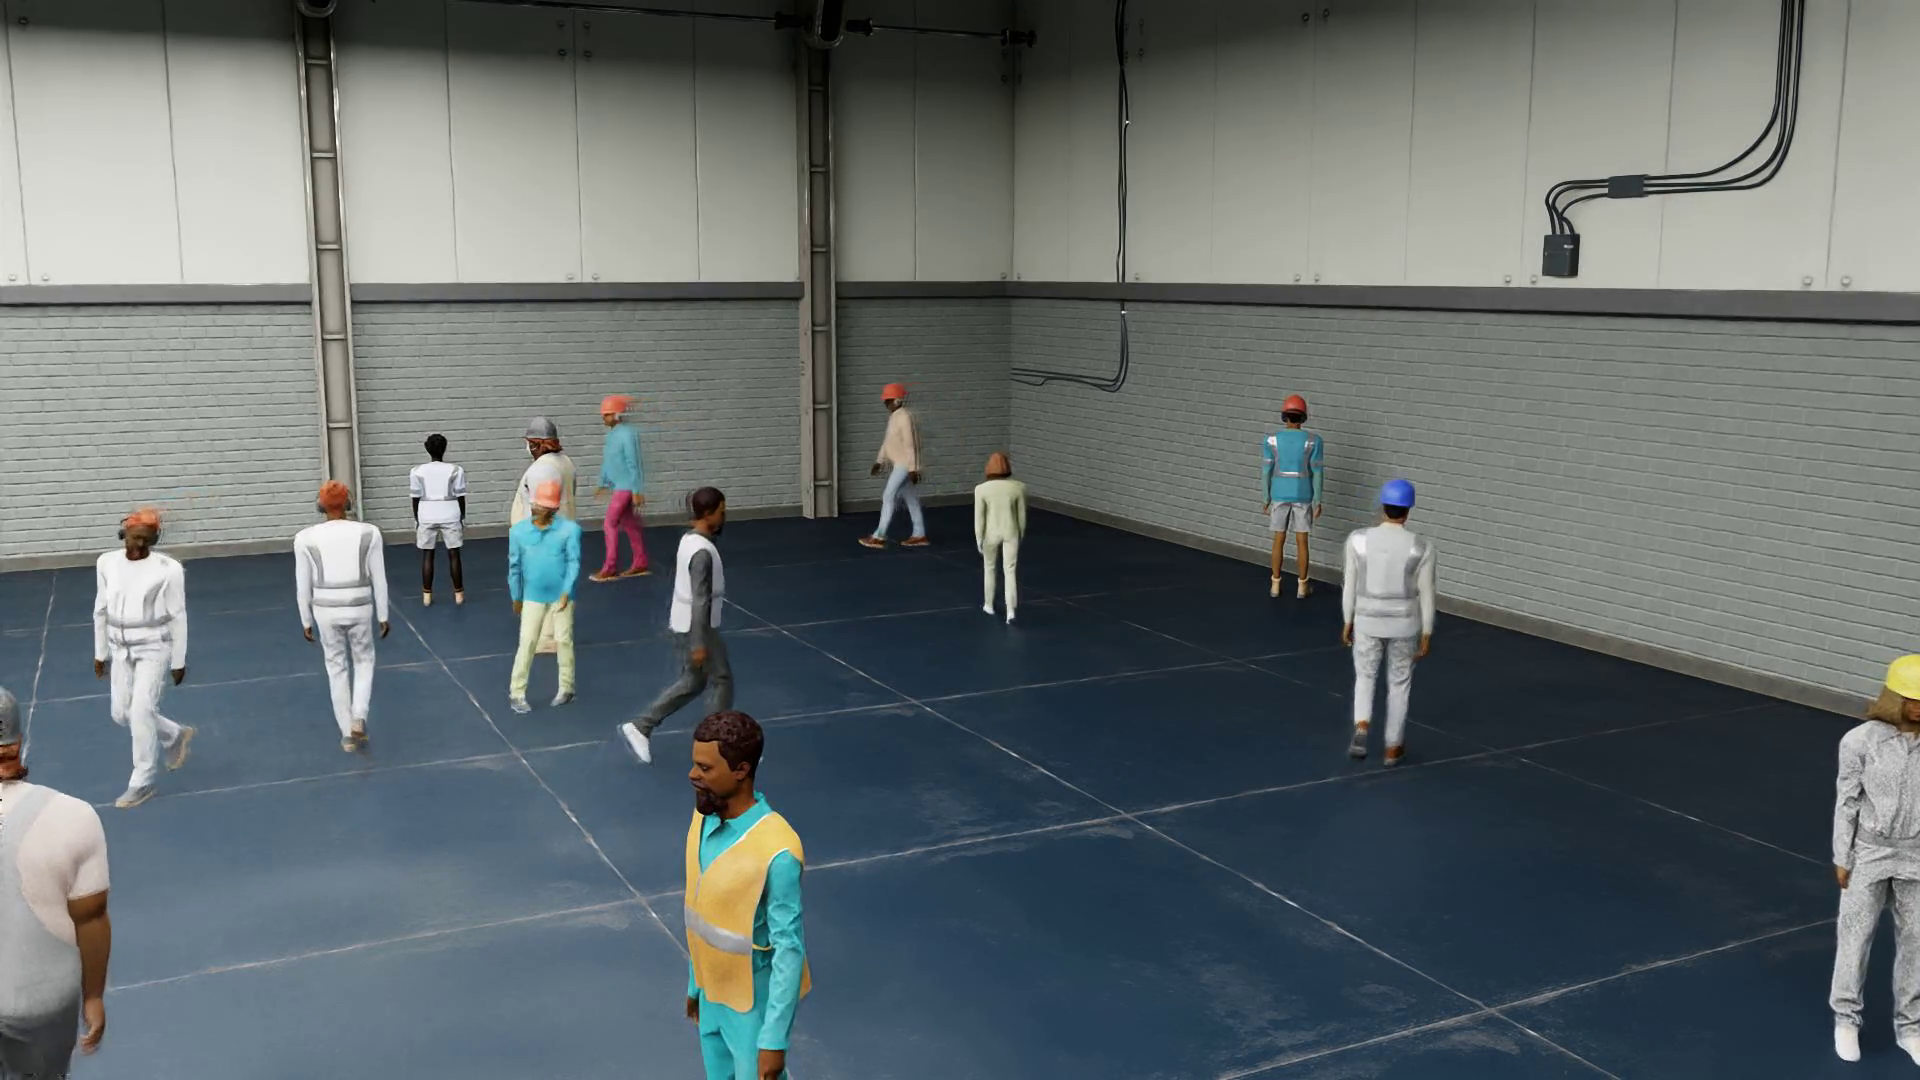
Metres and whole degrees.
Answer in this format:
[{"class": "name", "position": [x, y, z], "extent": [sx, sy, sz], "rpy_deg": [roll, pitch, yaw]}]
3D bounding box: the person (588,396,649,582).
[{"class": "person", "position": [-3.689, -0.545, 17.632], "extent": [0.848, 1.958, 0.630], "rpy_deg": [-5, 10, -26]}]

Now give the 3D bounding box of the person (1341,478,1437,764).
[{"class": "person", "position": [2.814, 0.555, 10.945], "extent": [0.626, 1.926, 0.556], "rpy_deg": [4, 10, 24]}]

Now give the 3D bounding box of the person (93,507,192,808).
[{"class": "person", "position": [-5.037, 0.691, 10.350], "extent": [0.609, 1.852, 0.686], "rpy_deg": [2, 9, 12]}]

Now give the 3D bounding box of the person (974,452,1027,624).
[{"class": "person", "position": [0.385, -0.033, 15.607], "extent": [0.500, 1.592, 0.852], "rpy_deg": [-1, 9, -3]}]

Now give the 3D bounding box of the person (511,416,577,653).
[{"class": "person", "position": [-3.600, -0.053, 14.357], "extent": [0.537, 2.000, 0.674], "rpy_deg": [2, 9, 10]}]

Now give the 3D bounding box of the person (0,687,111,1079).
[{"class": "person", "position": [-3.116, 1.407, 5.358], "extent": [0.688, 2.000, 1.019], "rpy_deg": [-6, 11, -33]}]

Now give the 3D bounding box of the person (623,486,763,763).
[{"class": "person", "position": [-1.776, 0.582, 10.946], "extent": [0.831, 1.888, 0.593], "rpy_deg": [-3, 10, -15]}]

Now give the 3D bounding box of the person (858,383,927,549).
[{"class": "person", "position": [-0.817, -0.869, 19.636], "extent": [0.959, 1.948, 0.616], "rpy_deg": [-2, 9, -10]}]

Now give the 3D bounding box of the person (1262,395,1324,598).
[{"class": "person", "position": [3.339, -0.433, 16.696], "extent": [0.612, 2.041, 0.380], "rpy_deg": [3, 10, 19]}]

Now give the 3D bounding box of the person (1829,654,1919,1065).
[{"class": "person", "position": [3.860, 1.316, 6.852], "extent": [0.488, 1.741, 0.315], "rpy_deg": [2, 9, 9]}]

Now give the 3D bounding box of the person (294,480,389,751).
[{"class": "person", "position": [-4.221, 0.511, 11.384], "extent": [0.582, 1.868, 0.415], "rpy_deg": [-4, 10, -22]}]

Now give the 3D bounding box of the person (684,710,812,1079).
[{"class": "person", "position": [-0.693, 1.473, 5.326], "extent": [0.391, 1.920, 0.587], "rpy_deg": [-7, 11, -35]}]

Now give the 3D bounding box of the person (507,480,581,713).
[{"class": "person", "position": [-3.108, 0.417, 12.423], "extent": [0.559, 1.723, 0.483], "rpy_deg": [-1, 9, -8]}]

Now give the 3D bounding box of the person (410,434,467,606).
[{"class": "person", "position": [-5.105, -0.196, 16.328], "extent": [0.536, 1.689, 0.321], "rpy_deg": [-2, 9, -11]}]
